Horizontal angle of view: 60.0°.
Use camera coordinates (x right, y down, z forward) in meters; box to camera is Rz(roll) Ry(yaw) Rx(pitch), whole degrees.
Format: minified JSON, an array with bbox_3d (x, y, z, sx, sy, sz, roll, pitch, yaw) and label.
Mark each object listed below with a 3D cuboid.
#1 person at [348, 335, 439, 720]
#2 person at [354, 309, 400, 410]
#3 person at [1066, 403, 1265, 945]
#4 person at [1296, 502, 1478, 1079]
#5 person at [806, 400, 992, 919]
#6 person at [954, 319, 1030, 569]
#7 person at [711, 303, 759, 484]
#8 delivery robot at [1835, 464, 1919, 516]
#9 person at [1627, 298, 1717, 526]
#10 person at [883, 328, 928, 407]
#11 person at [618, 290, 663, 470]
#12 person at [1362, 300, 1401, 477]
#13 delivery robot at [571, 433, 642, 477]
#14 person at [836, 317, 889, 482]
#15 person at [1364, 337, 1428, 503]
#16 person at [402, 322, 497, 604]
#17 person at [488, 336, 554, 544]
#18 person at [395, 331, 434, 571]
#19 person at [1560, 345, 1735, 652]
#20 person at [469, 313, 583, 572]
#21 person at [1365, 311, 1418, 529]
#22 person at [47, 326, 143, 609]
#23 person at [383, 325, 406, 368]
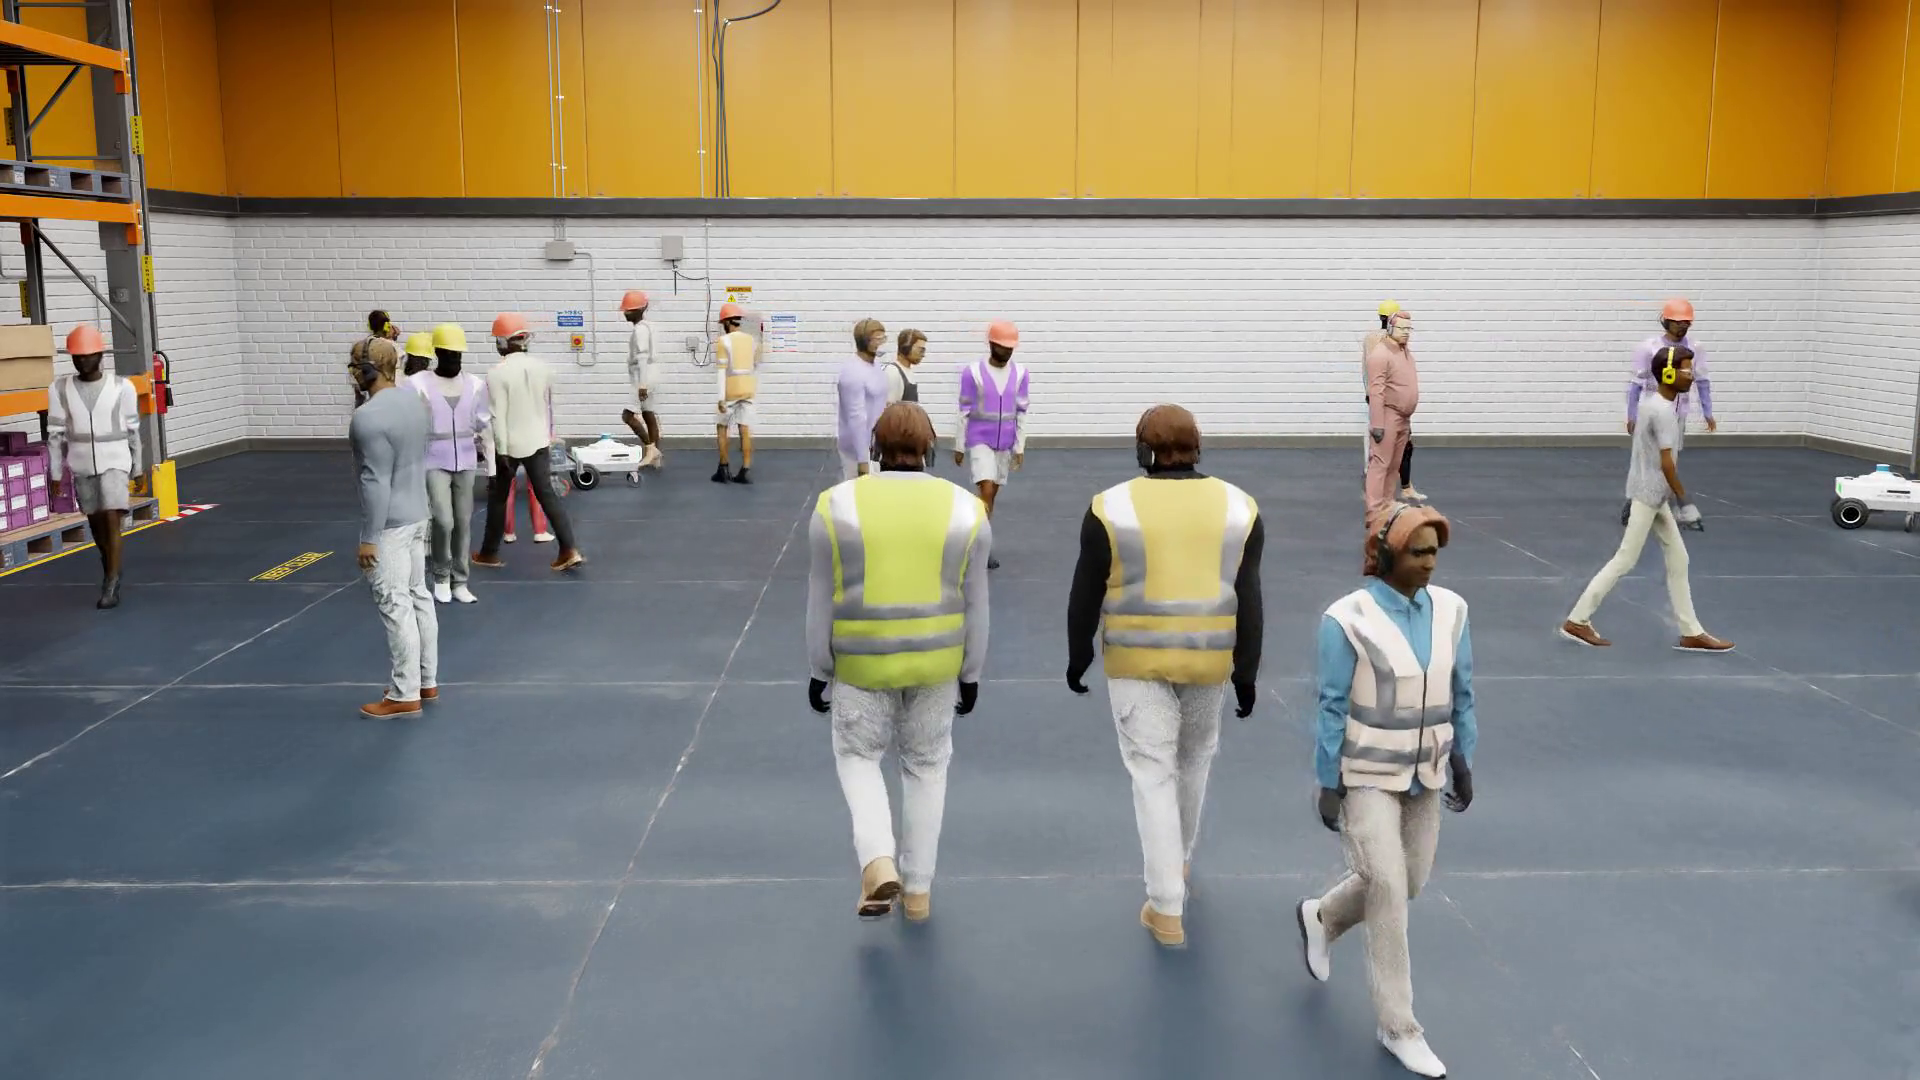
[{"bbox_3d":[-2.872,-0.062,8.411,0.353,1.936,0.635,1,9,4],"label":"person"},{"bbox_3d":[-5.982,-1.455,17.220,0.532,1.852,0.387,3,10,17],"label":"person"},{"bbox_3d":[0.690,0.421,5.846,0.644,1.799,0.898,-1,9,-8],"label":"person"},{"bbox_3d":[1.232,0.674,4.889,0.523,1.612,0.711,-4,10,-25],"label":"person"},{"bbox_3d":[-0.207,0.436,5.686,0.630,1.825,0.486,-1,9,-8],"label":"person"},{"bbox_3d":[0.270,-0.733,12.684,0.537,1.879,0.838,-4,10,-22],"label":"person"},{"bbox_3d":[-2.400,-1.546,17.641,0.558,1.902,0.641,-7,11,-36],"label":"person"},{"bbox_3d":[8.049,-0.418,14.532,0.707,0.478,0.477,4,10,24],"label":"delivery robot"},{"bbox_3d":[6.268,-1.109,14.583,0.640,2.009,0.802,-2,9,-11],"label":"person"},{"bbox_3d":[-0.538,-0.724,12.834,0.549,1.811,0.588,3,10,17],"label":"person"},{"bbox_3d":[-3.560,-1.762,18.557,0.453,2.024,0.700,-1,9,-6],"label":"person"},{"bbox_3d":[4.641,-1.648,18.162,0.371,1.927,0.588,-6,11,-32],"label":"person"},{"bbox_3d":[-3.661,-0.862,17.255,0.707,0.478,0.477,-3,10,-16],"label":"delivery robot"},{"bbox_3d":[-0.656,-0.618,11.856,0.434,1.926,0.625,3,10,18],"label":"person"},{"bbox_3d":[4.226,-1.158,15.930,0.693,1.670,0.548,5,10,27],"label":"person"},{"bbox_3d":[-3.416,-0.502,11.192,0.610,1.907,0.447,-8,12,-39],"label":"person"},{"bbox_3d":[-3.633,-0.846,13.737,0.523,1.769,0.322,1,9,3],"label":"person"},{"bbox_3d":[-4.086,-0.663,12.489,0.631,1.801,0.422,-2,9,-12],"label":"person"},{"bbox_3d":[4.086,-0.235,9.856,0.962,1.831,0.501,5,10,26],"label":"person"},{"bbox_3d":[-3.267,-0.726,12.474,1.034,1.948,0.612,7,12,36],"label":"person"},{"bbox_3d":[3.770,-1.029,14.447,0.399,1.903,0.644,7,12,38],"label":"person"},{"bbox_3d":[-5.915,-0.526,11.421,0.558,1.897,0.977,-3,10,-16],"label":"person"},{"bbox_3d":[-6.431,-1.613,18.840,0.515,1.636,0.315,-1,9,-7],"label":"person"}]
